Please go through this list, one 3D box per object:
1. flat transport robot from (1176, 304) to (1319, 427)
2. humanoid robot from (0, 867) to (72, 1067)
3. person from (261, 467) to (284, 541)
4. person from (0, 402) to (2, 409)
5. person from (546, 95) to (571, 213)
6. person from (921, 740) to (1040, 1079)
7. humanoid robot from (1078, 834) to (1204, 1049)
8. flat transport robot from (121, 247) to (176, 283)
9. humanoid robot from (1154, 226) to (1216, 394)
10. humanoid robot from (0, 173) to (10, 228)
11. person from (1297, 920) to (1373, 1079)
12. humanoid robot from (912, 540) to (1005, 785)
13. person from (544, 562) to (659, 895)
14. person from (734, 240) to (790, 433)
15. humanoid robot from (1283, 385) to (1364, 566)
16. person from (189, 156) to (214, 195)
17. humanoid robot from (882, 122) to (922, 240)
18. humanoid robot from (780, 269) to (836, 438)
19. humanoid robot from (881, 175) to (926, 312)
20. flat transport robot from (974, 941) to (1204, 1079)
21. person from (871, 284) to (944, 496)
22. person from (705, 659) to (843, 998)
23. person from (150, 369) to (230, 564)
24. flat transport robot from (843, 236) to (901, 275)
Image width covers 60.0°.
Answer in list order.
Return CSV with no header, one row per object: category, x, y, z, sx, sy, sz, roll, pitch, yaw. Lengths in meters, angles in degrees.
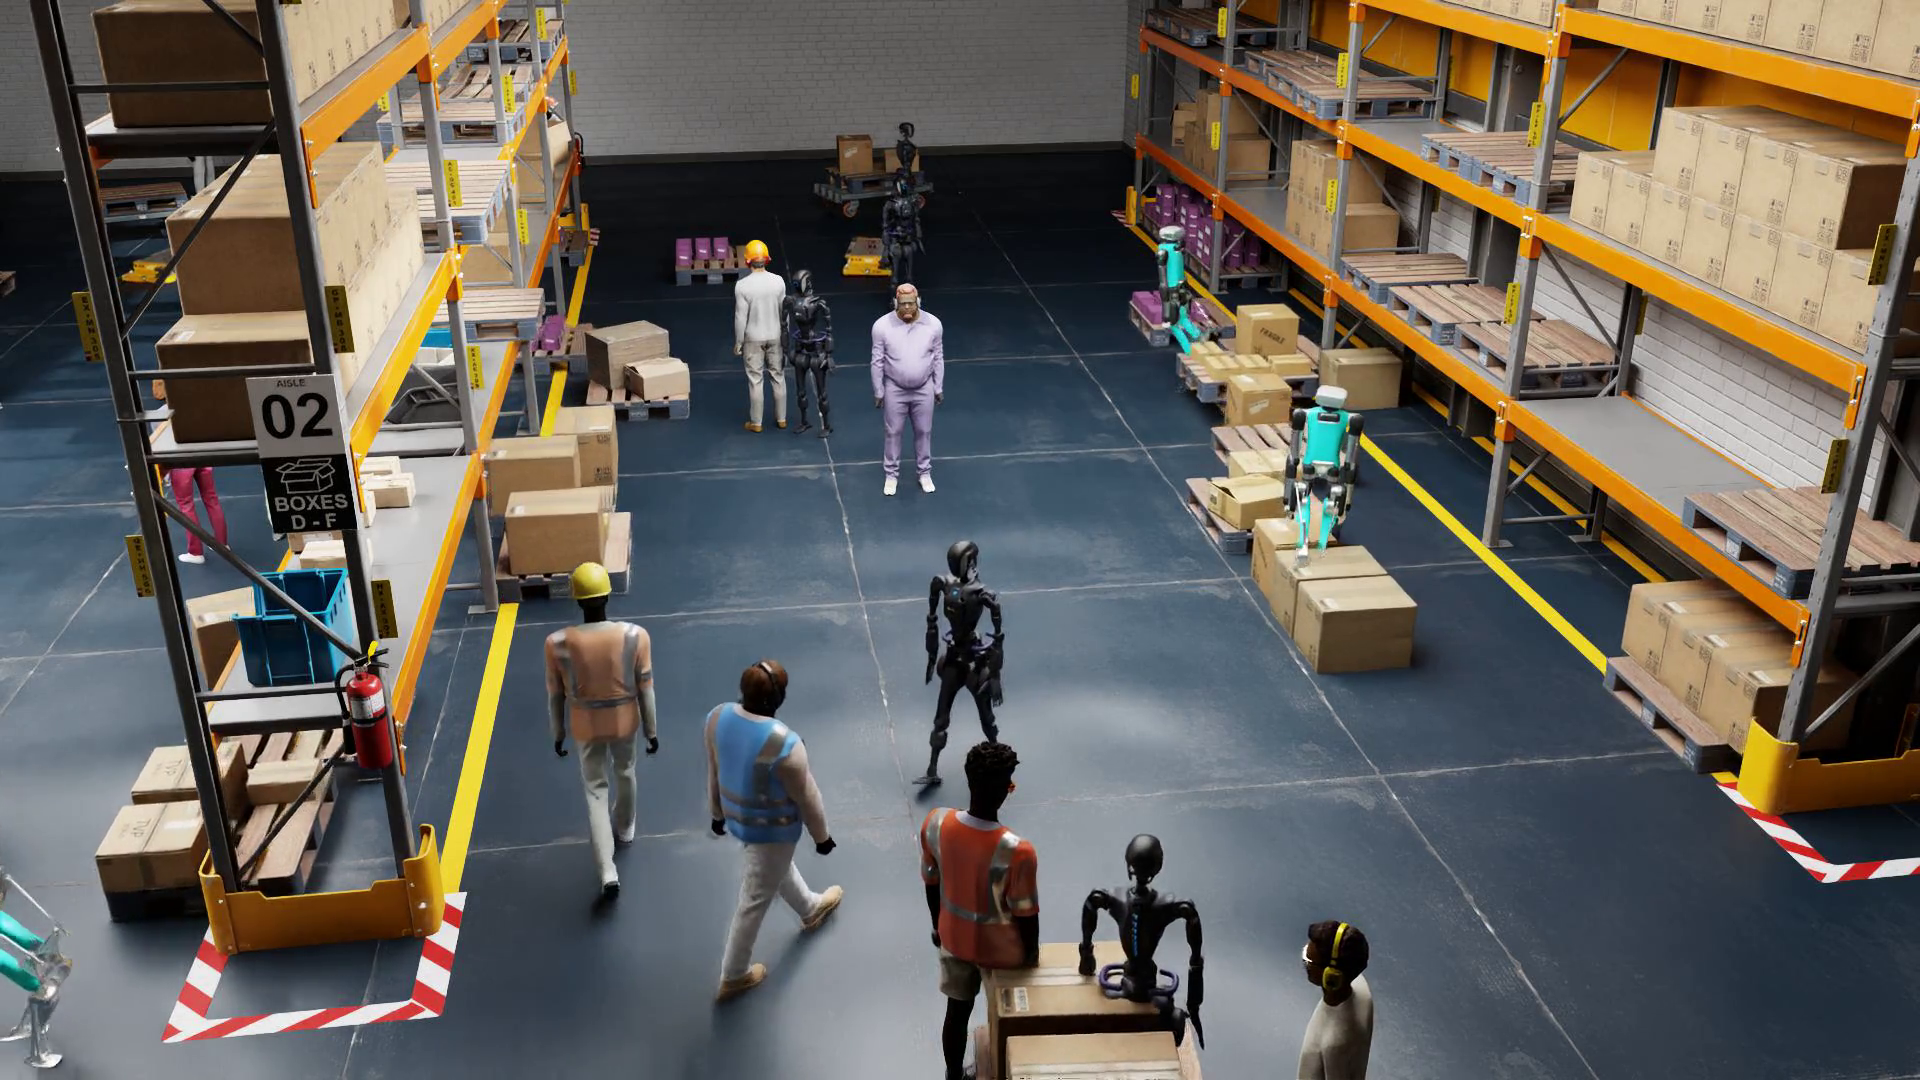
flat transport robot,2.936,-1.454,16.990,0.659,0.231,1.431,-3,24,-8
humanoid robot,-4.517,1.744,7.869,0.696,1.773,0.543,-1,24,-3
person,-5.631,-0.847,13.771,0.564,1.743,0.343,-14,27,-28
person,-10.048,-2.231,16.671,0.497,1.949,0.425,-16,28,-32
person,-6.142,-5.824,25.098,0.341,1.748,0.572,-17,29,-34
person,0.115,1.790,7.501,0.603,1.958,0.375,16,28,32
humanoid robot,0.785,2.046,7.278,0.587,1.642,0.376,6,24,13
flat transport robot,-10.378,-3.678,22.056,0.659,0.231,1.431,4,24,10
humanoid robot,2.365,-2.282,17.141,0.752,1.849,0.544,13,27,28
humanoid robot,-14.174,-5.311,24.028,0.476,1.649,0.610,20,31,38
person,1.402,2.281,6.497,0.316,1.864,0.531,8,25,17
humanoid robot,0.032,0.764,10.239,0.595,1.627,0.776,16,28,32
person,-1.993,1.040,9.308,0.585,1.885,0.911,-6,24,-13
person,-1.918,-1.972,16.147,0.562,1.898,0.352,-11,26,-24
humanoid robot,2.686,-0.215,12.424,0.552,1.773,1.056,4,24,8
person,-11.583,-5.980,25.358,0.430,1.836,0.636,3,24,8
humanoid robot,-0.824,-5.063,23.470,0.533,1.635,0.607,0,24,1
humanoid robot,-1.459,-1.809,16.043,0.611,1.650,0.316,10,26,22
humanoid robot,-0.701,-3.571,20.059,0.612,1.654,0.310,-18,29,-35
flat transport robot,0.589,2.779,7.347,1.431,0.231,0.659,-1,24,-2
person,-0.451,-1.321,14.653,0.654,1.906,0.411,-4,24,-9
person,-0.947,1.423,8.545,0.650,1.787,0.976,21,31,39
person,-6.199,-0.597,13.350,0.284,1.628,0.501,14,27,29
flat transport robot,-1.177,-3.827,22.396,0.659,0.231,1.431,1,24,2
